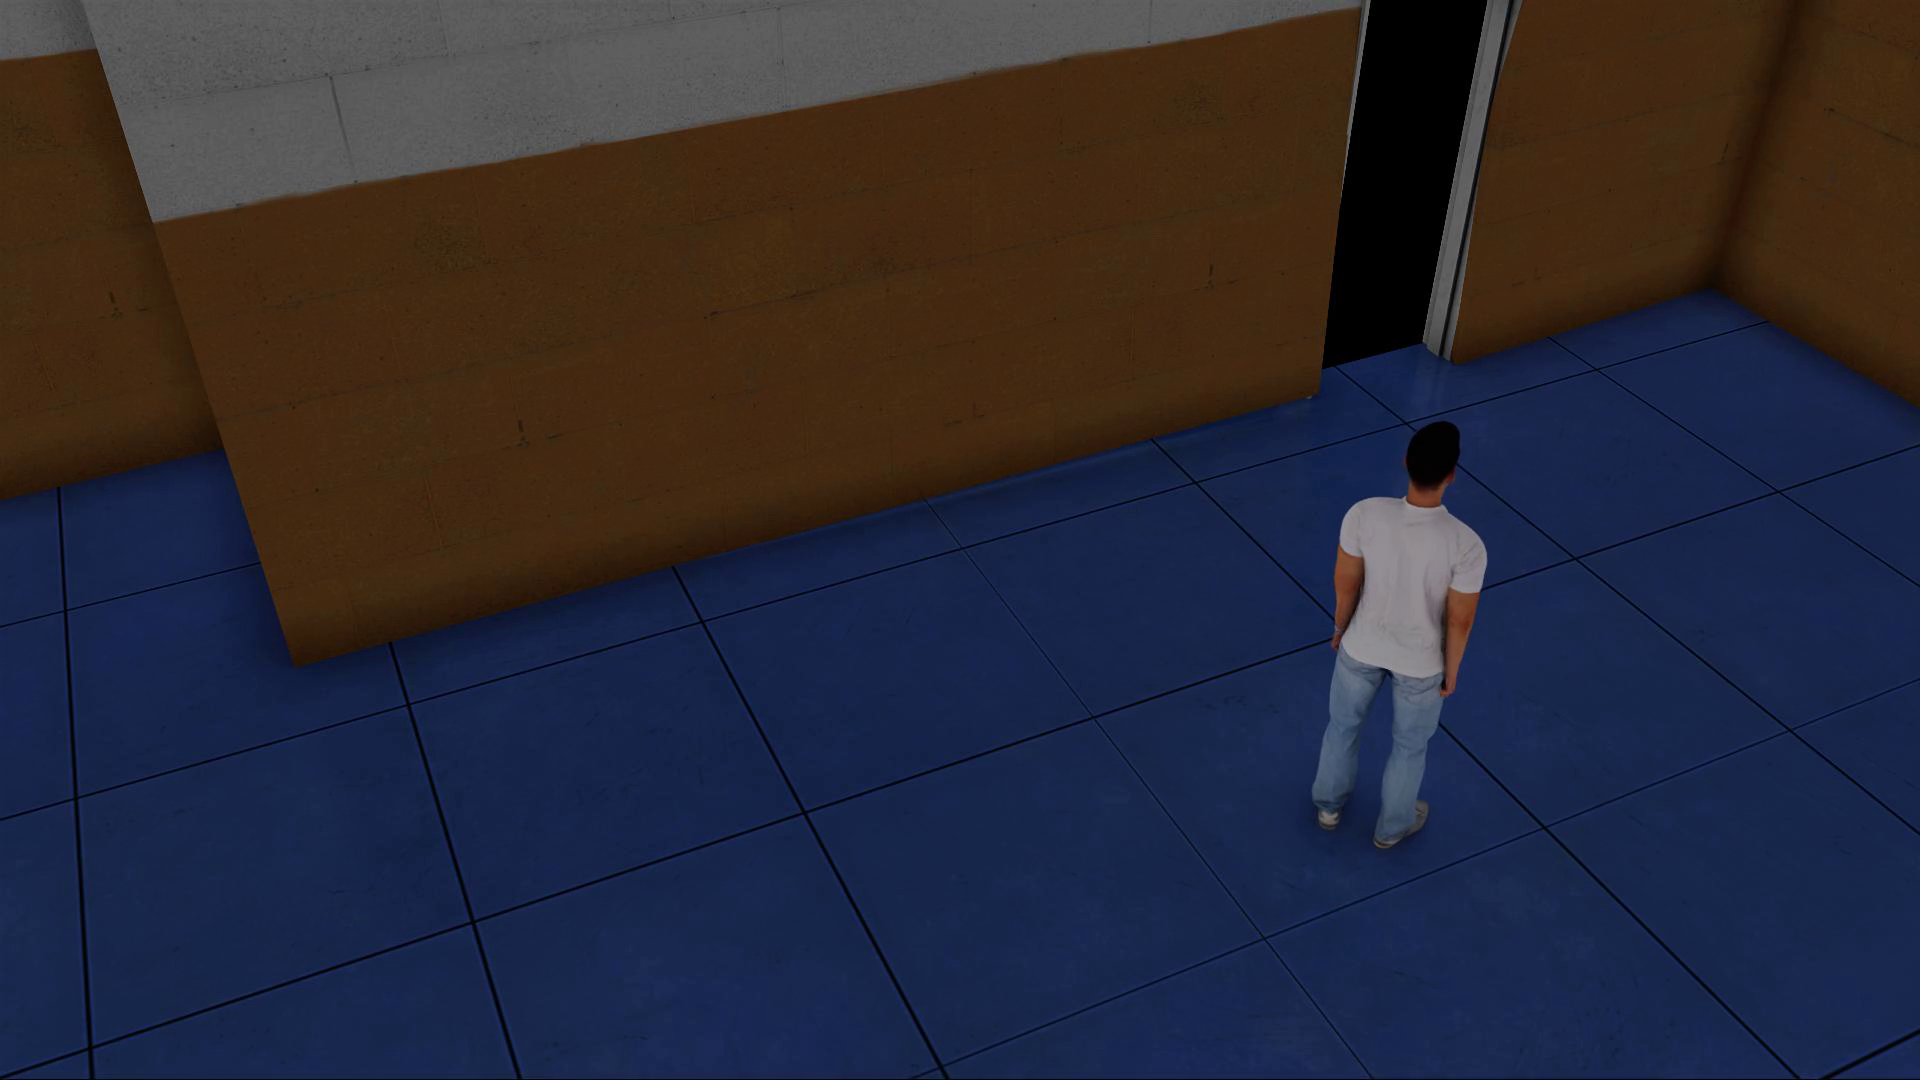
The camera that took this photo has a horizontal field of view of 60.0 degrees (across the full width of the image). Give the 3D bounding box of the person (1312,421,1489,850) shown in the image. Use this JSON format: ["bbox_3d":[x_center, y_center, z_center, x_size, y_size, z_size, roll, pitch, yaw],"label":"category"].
[{"bbox_3d":[1.606,0.382,6.138,0.698,1.862,0.813,20,41,24],"label":"person"}]
